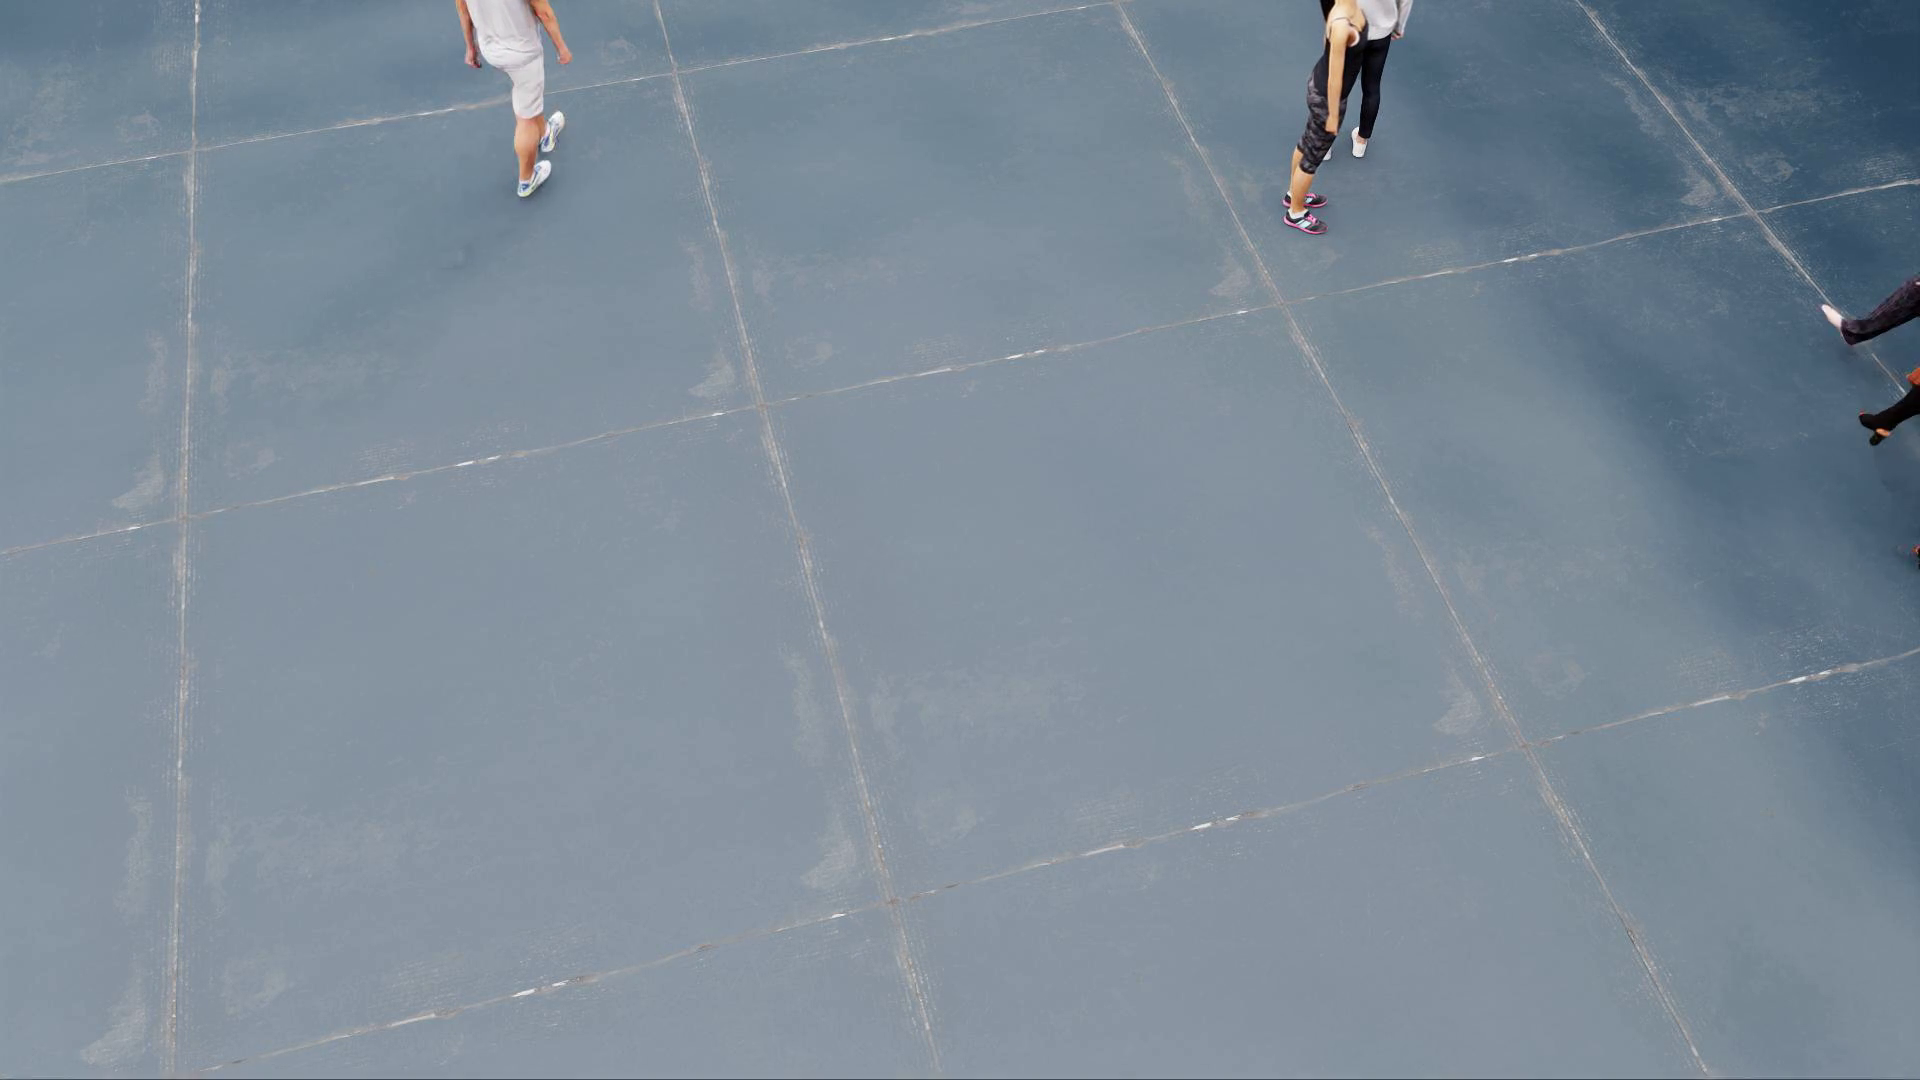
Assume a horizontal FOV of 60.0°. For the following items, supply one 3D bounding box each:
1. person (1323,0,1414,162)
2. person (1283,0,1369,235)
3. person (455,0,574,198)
[{"bbox_3d":[2.334,-2.933,9.594,0.649,1.701,0.595,-5,52,-4],"label":"person"},{"bbox_3d":[2.031,-2.483,9.227,0.709,1.730,0.603,7,53,6],"label":"person"},{"bbox_3d":[-2.563,-2.714,9.342,0.996,1.832,1.089,17,54,13],"label":"person"}]
